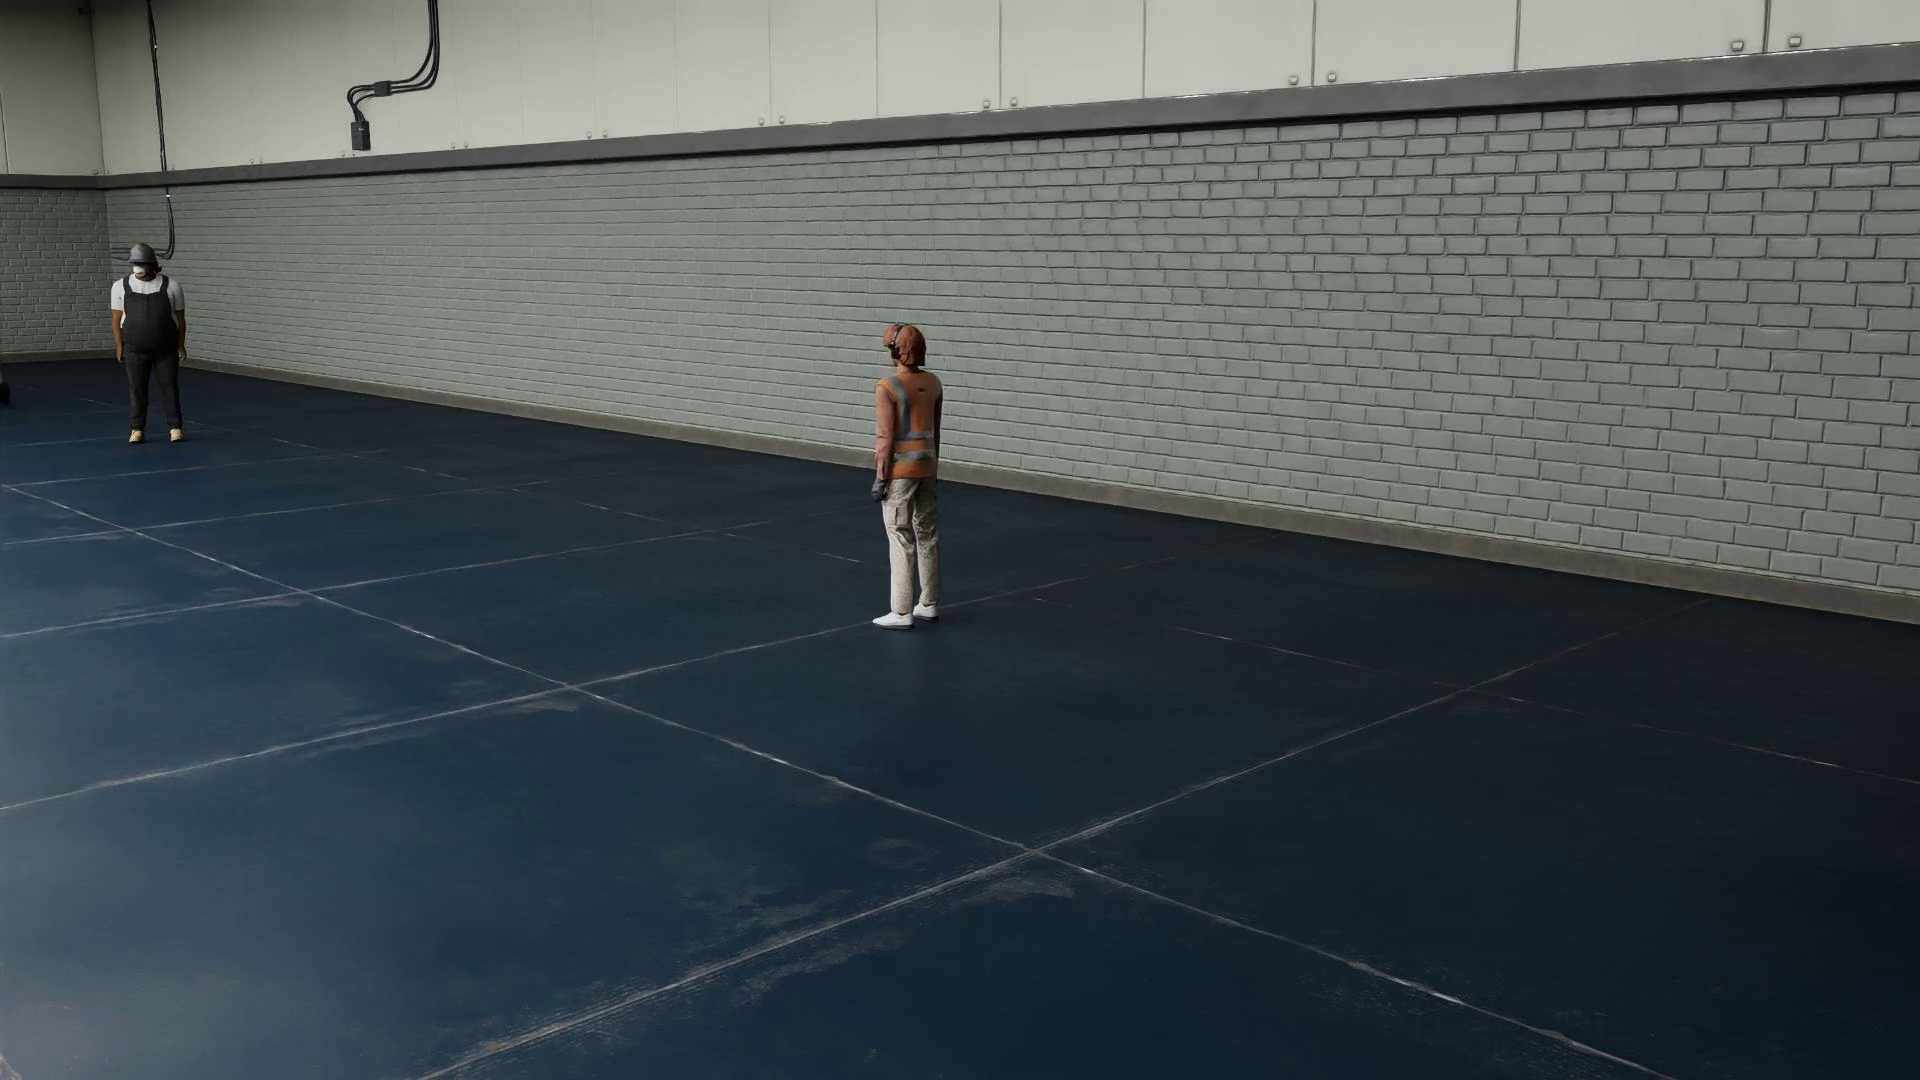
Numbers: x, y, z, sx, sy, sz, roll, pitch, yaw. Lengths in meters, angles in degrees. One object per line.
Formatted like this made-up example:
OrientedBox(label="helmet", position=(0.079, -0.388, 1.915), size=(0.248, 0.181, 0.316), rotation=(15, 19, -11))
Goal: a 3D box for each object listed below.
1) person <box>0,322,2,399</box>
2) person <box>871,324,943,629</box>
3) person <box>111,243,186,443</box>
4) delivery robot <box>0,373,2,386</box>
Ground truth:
OrientedBox(label="person", position=(-12.607, -2.612, 21.387), size=(0.501, 1.632, 0.286), rotation=(-6, 12, -29))
OrientedBox(label="person", position=(-0.284, -0.343, 8.992), size=(0.307, 1.639, 0.525), rotation=(8, 13, 36))
OrientedBox(label="person", position=(-8.295, -2.000, 17.050), size=(0.688, 2.000, 0.536), rotation=(-4, 11, -23))
OrientedBox(label="delivery robot", position=(-12.184, -1.972, 20.694), size=(0.477, 0.478, 0.707), rotation=(-3, 11, -17))
